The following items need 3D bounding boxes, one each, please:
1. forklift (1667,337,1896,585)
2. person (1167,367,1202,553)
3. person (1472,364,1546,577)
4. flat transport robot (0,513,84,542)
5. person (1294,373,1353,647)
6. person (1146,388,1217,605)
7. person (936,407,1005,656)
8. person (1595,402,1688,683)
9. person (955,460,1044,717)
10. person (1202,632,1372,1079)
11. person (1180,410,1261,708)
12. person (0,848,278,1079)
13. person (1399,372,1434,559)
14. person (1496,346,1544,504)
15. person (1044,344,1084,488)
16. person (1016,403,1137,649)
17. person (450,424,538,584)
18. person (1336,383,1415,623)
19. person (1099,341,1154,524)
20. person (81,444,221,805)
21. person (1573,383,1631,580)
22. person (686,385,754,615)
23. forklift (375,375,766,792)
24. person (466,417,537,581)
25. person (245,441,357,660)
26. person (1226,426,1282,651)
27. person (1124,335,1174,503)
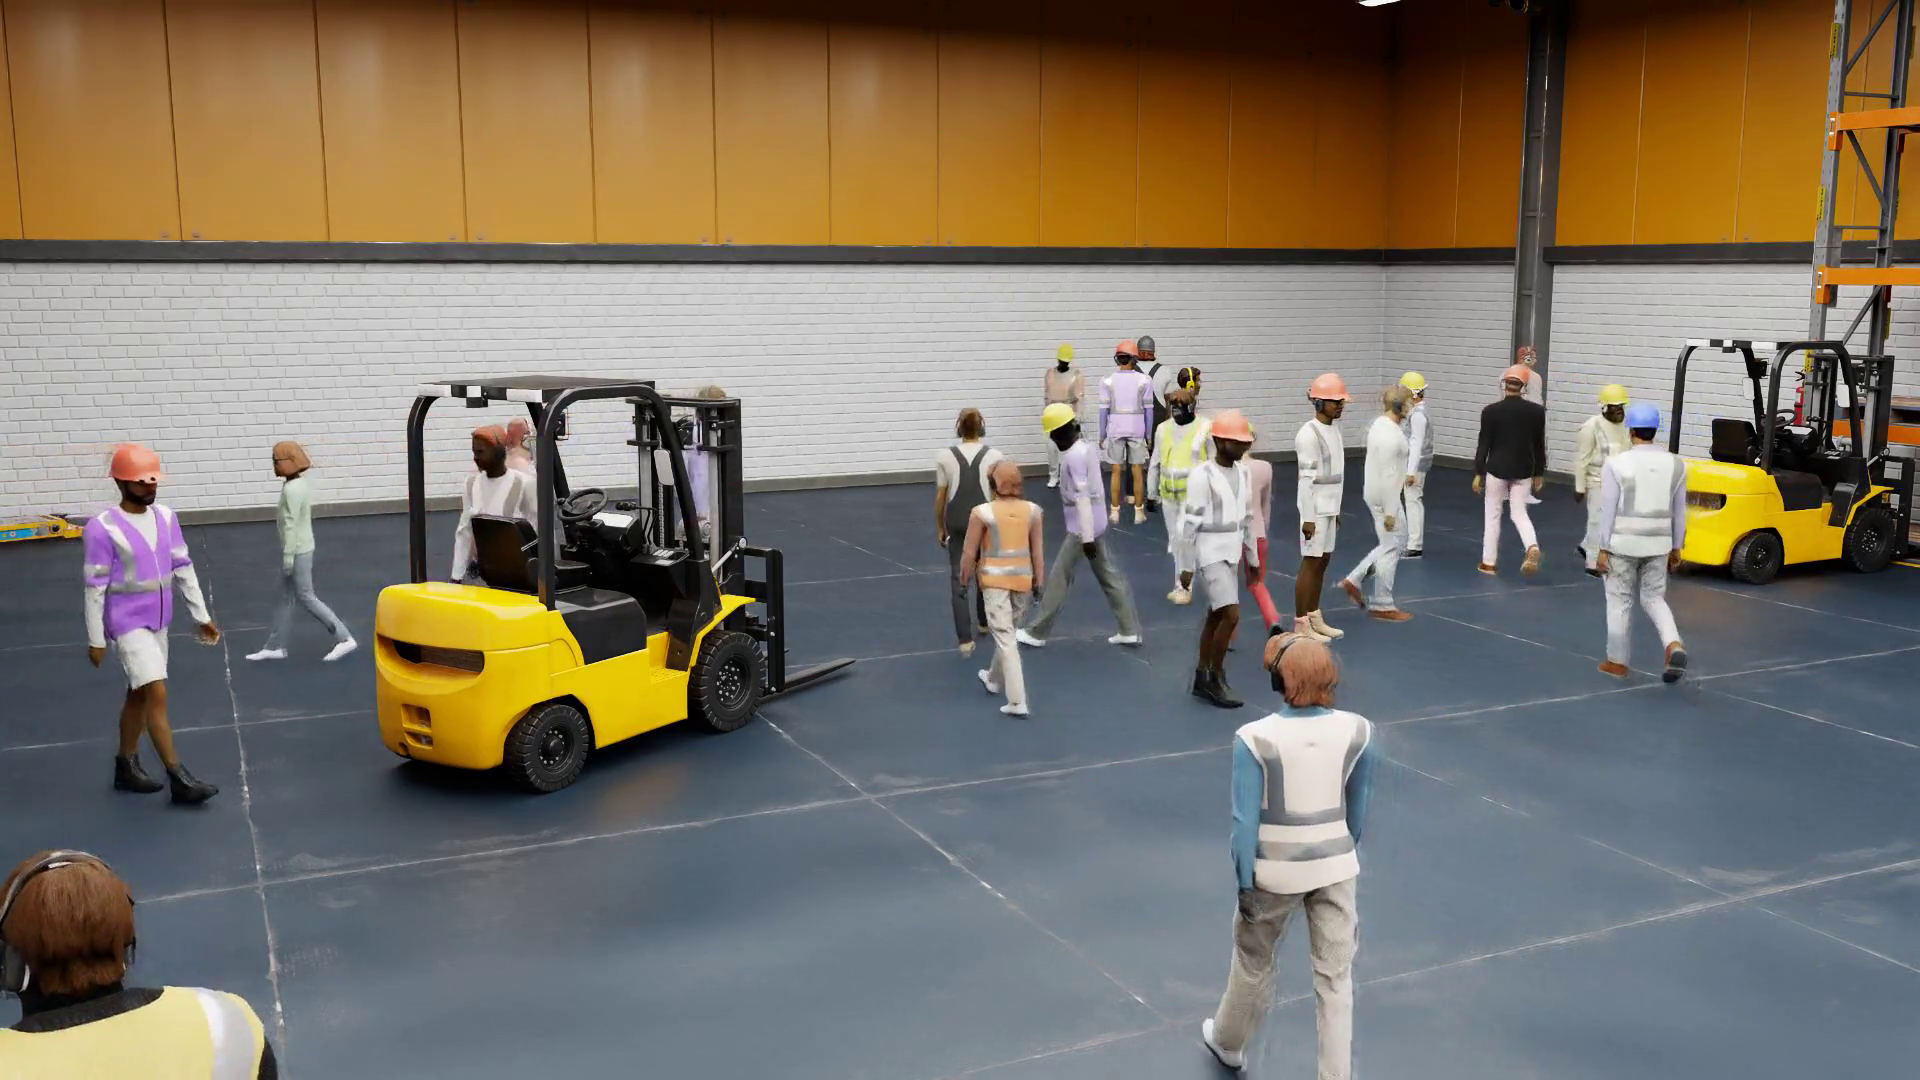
[{"bbox_3d":[7.551,-0.789,15.507,2.313,2.155,1.214,-4,10,-25],"label":"forklift"},{"bbox_3d":[2.238,-0.768,16.382,0.328,1.872,0.514,-3,10,-17],"label":"person"},{"bbox_3d":[5.045,-0.615,15.149,0.656,1.963,0.781,-1,9,-6],"label":"person"},{"bbox_3d":[-9.888,-0.093,17.138,0.652,0.197,1.431,9,13,43],"label":"flat transport robot"},{"bbox_3d":[2.736,-0.230,12.501,0.379,2.041,0.616,6,11,31],"label":"person"},{"bbox_3d":[1.830,-0.363,14.011,0.650,1.819,0.638,8,12,40],"label":"person"},{"bbox_3d":[0.089,-0.088,12.404,0.531,1.789,0.961,1,9,4],"label":"person"},{"bbox_3d":[4.623,0.042,11.205,0.624,1.928,0.719,-1,9,-6],"label":"person"},{"bbox_3d":[0.246,0.290,10.634,0.528,1.594,0.844,-5,10,-27],"label":"person"},{"bbox_3d":[1.107,1.098,5.585,0.511,1.607,0.814,-2,9,-11],"label":"person"},{"bbox_3d":[1.735,0.125,10.691,0.639,1.913,0.571,9,13,44],"label":"person"},{"bbox_3d":[-1.569,1.418,2.968,0.735,1.819,0.665,8,12,41],"label":"person"},{"bbox_3d":[4.421,-0.728,16.267,0.404,1.826,0.605,2,9,15],"label":"person"},{"bbox_3d":[6.800,-1.390,20.142,0.399,1.903,0.642,-5,10,-29],"label":"person"},{"bbox_3d":[1.332,-1.579,21.371,0.614,1.874,0.598,5,10,26],"label":"person"},{"bbox_3d":[0.840,-0.091,12.305,1.032,1.822,0.682,2,9,12],"label":"person"},{"bbox_3d":[-2.919,0.218,10.315,0.605,1.845,0.900,6,11,32],"label":"person"},{"bbox_3d":[3.366,-0.291,13.255,0.512,1.920,0.649,1,9,8],"label":"person"},{"bbox_3d":[1.844,-1.191,18.485,0.605,2.037,0.394,1,9,7],"label":"person"},{"bbox_3d":[-4.212,0.442,8.758,0.889,1.896,0.567,3,10,16],"label":"person"},{"bbox_3d":[5.847,-0.540,15.180,0.615,1.804,0.603,-5,10,-27],"label":"person"},{"bbox_3d":[-2.039,-0.279,13.209,0.713,1.919,0.632,1,9,7],"label":"person"},{"bbox_3d":[-2.268,0.149,9.685,1.214,2.155,2.313,6,11,32],"label":"forklift"},{"bbox_3d":[-3.076,0.110,11.045,0.984,1.848,0.666,-8,12,-40],"label":"person"},{"bbox_3d":[-4.755,0.082,11.934,0.757,1.606,0.515,-3,10,-17],"label":"person"},{"bbox_3d":[2.066,-0.018,12.072,0.537,1.745,0.661,-4,10,-22],"label":"person"},{"bbox_3d":[2.229,-1.461,20.147,0.684,2.000,0.535,0,9,2],"label":"person"}]
